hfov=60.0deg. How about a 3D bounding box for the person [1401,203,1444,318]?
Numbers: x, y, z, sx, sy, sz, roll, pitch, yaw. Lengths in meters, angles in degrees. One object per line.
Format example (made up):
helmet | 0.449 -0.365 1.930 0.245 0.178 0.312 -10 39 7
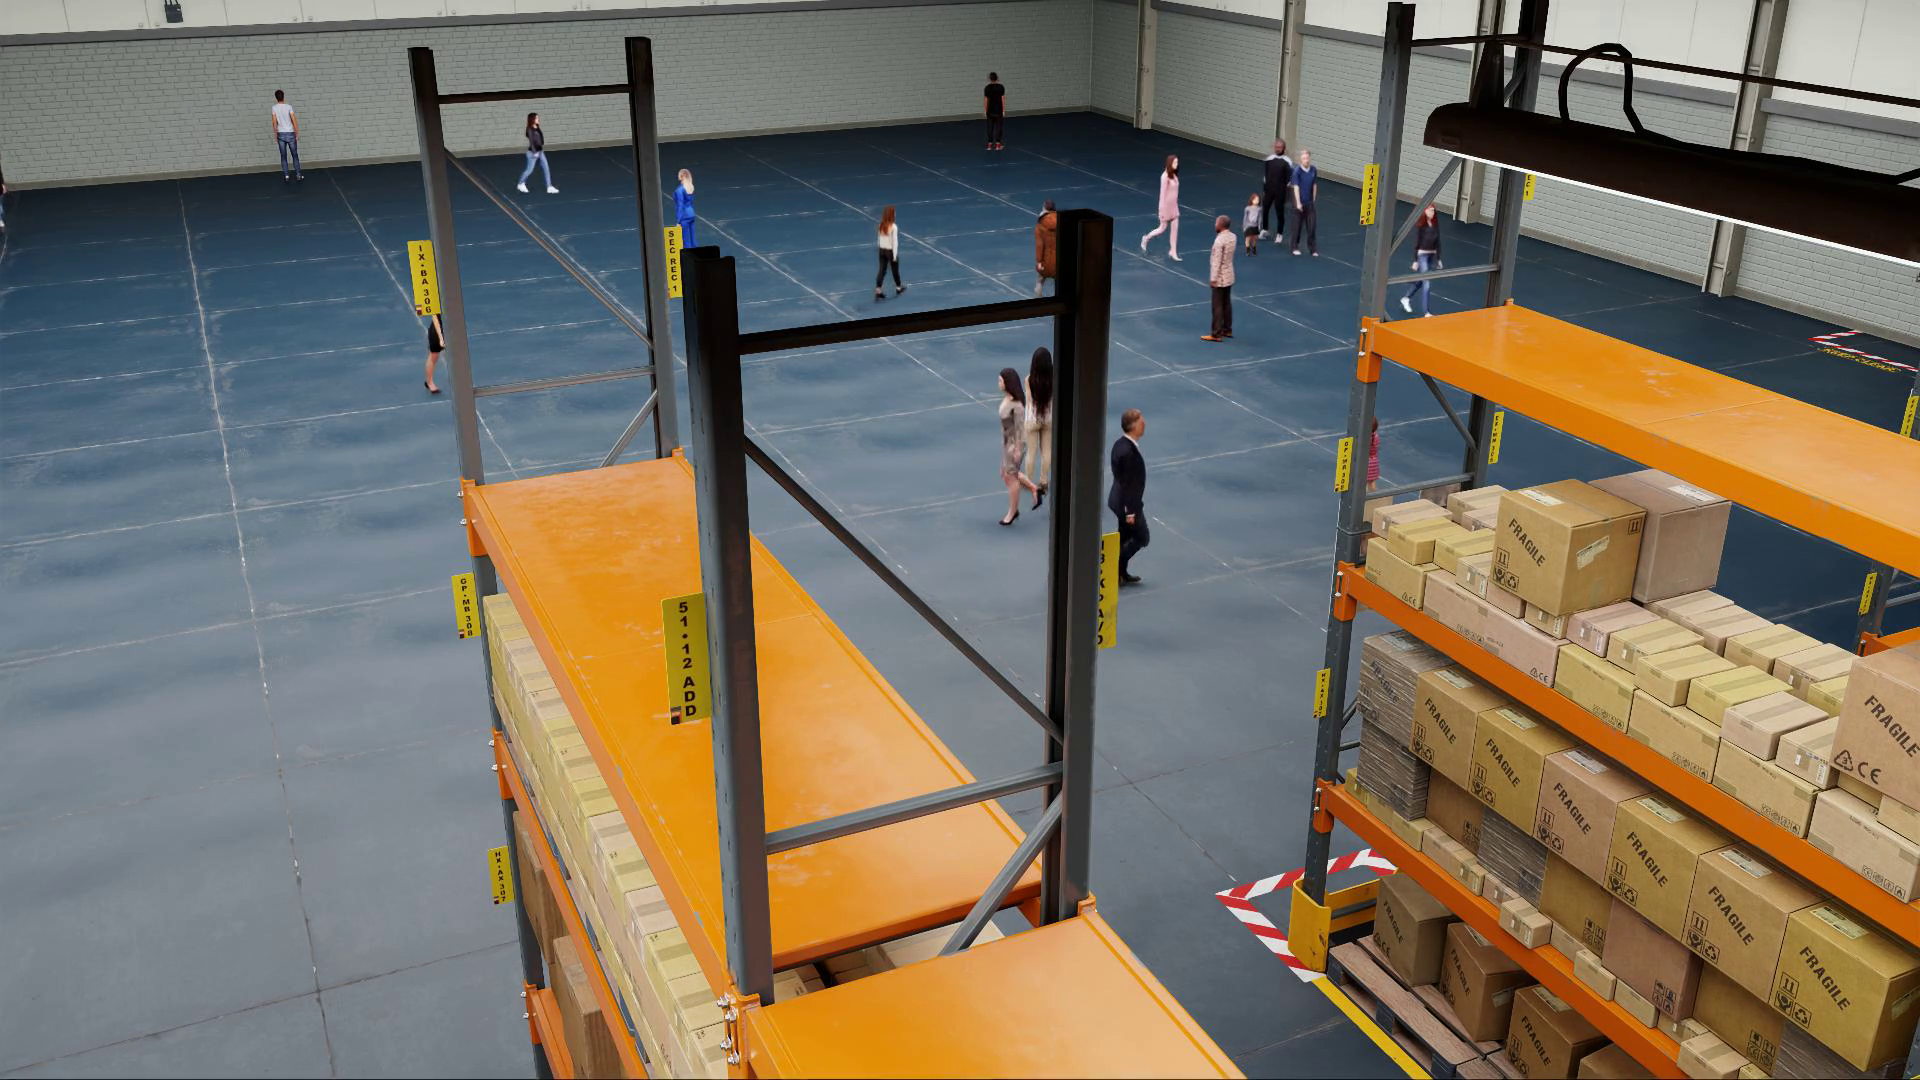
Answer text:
person | 6.960 -4.194 25.038 0.573 1.746 1.187 -10 25 -22

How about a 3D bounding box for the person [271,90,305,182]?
person | -14.245 -8.559 35.149 0.678 1.866 0.586 -6 24 -14

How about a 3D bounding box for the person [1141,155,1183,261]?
person | 3.494 -5.693 28.516 1.141 1.782 0.936 16 28 33

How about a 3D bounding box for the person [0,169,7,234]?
person | -17.734 -6.437 30.477 0.778 1.618 1.107 -20 30 -39

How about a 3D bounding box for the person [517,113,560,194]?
person | -8.696 -7.819 33.759 1.125 1.593 1.127 6 24 13

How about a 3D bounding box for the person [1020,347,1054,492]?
person | 0.888 -1.328 18.420 0.644 1.652 0.580 -10 25 -22

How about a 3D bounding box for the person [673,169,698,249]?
person | -4.570 -5.365 27.849 0.763 1.701 0.691 7 24 15

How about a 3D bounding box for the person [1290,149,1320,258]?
person | 5.871 -5.820 28.745 0.764 1.837 0.989 -7 24 -16

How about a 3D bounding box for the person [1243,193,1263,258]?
person | 5.063 -5.491 28.917 0.561 1.098 0.599 -1 23 -2

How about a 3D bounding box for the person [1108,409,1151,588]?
person | 1.537 -0.382 16.001 0.866 1.804 0.746 -2 23 -4

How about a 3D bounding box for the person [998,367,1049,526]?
person | 0.651 -0.979 17.506 0.769 1.725 0.790 -7 24 -16

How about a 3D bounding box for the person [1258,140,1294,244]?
person | 5.683 -6.288 29.871 0.869 1.818 0.990 14 27 29

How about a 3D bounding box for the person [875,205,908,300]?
person | -1.177 -4.482 26.097 0.998 1.447 0.952 14 27 30

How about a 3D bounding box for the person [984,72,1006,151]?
person | 0.799 -9.942 38.519 0.784 1.773 0.826 6 24 14

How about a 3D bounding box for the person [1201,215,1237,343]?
person | 3.793 -3.785 24.005 0.781 1.803 0.796 16 28 33

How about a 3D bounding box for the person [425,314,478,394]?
person | -6.807 -2.621 21.525 1.033 1.601 1.050 5 23 11
